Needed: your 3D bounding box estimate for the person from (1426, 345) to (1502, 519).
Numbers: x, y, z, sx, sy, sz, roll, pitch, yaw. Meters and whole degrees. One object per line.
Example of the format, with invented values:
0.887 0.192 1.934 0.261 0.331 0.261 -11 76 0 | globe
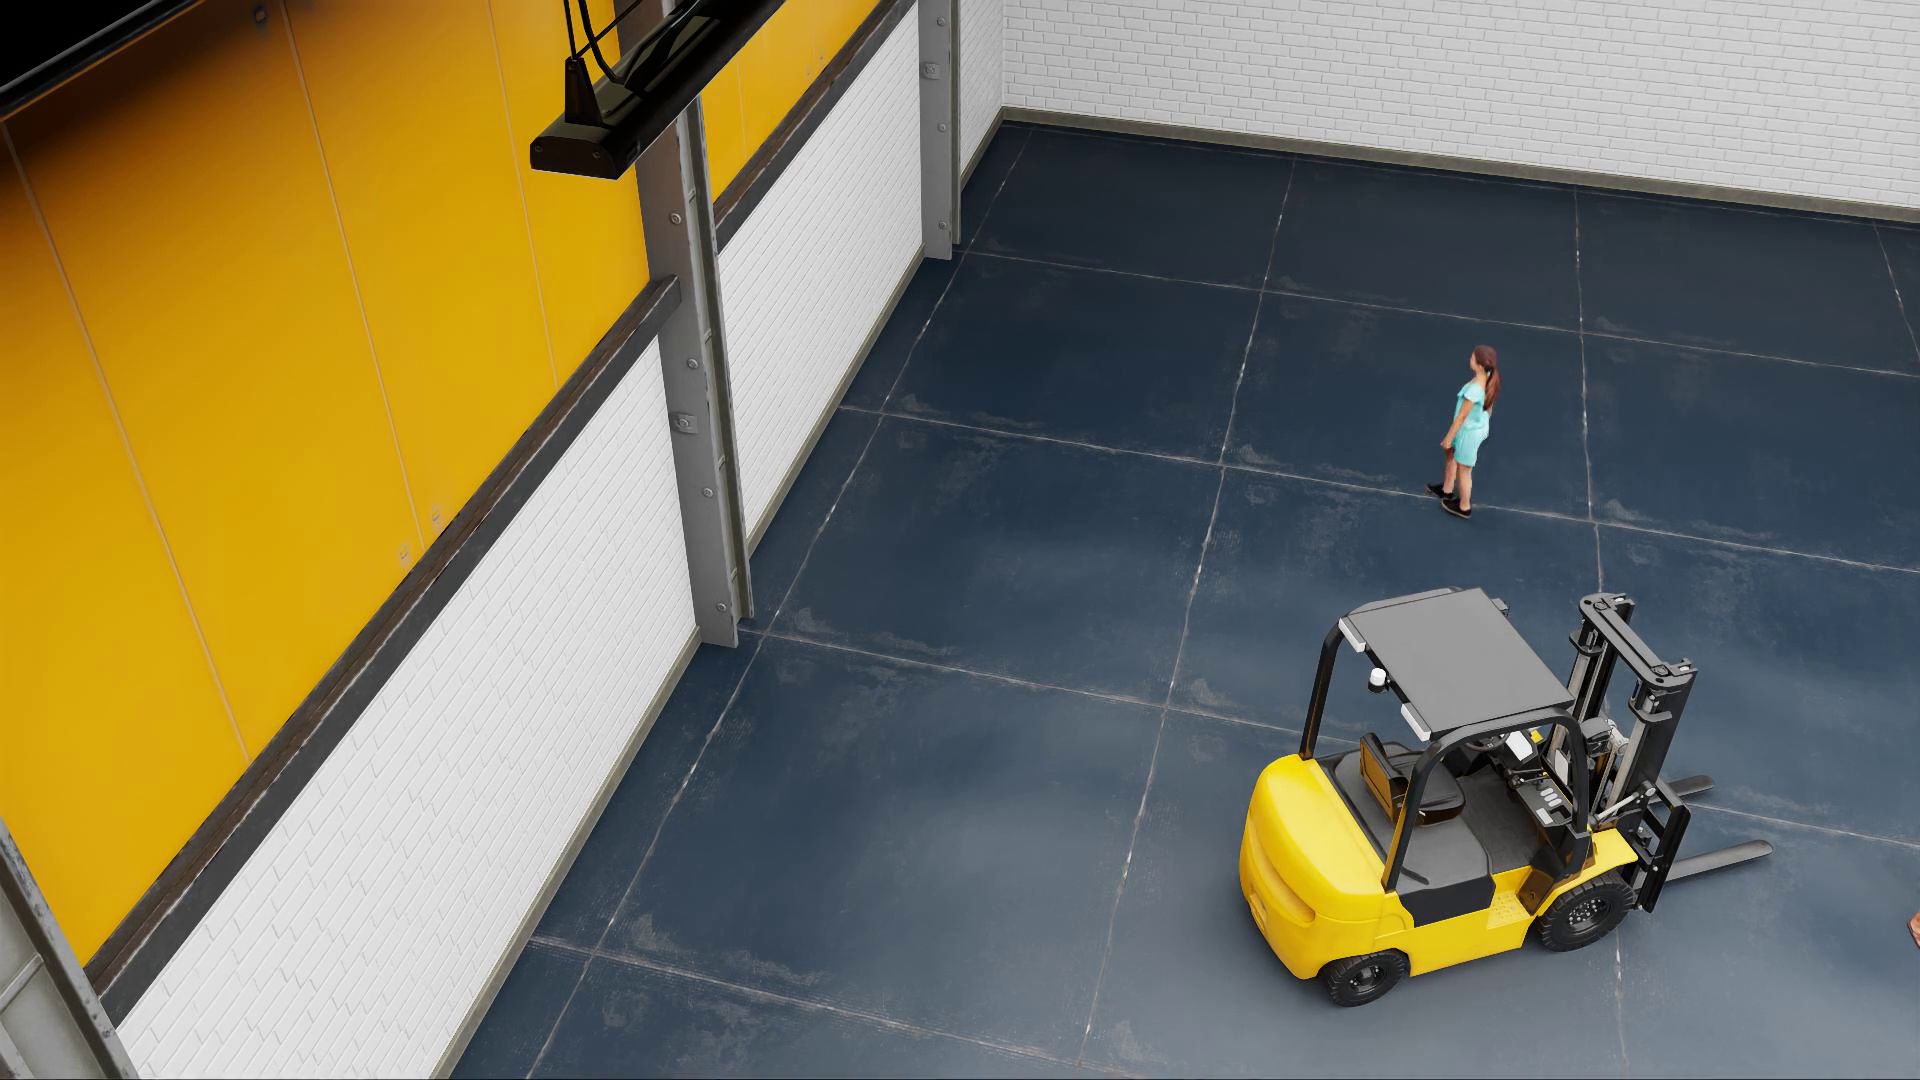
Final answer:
4.050 -0.817 13.003 0.765 1.549 0.724 30 47 32 | person
